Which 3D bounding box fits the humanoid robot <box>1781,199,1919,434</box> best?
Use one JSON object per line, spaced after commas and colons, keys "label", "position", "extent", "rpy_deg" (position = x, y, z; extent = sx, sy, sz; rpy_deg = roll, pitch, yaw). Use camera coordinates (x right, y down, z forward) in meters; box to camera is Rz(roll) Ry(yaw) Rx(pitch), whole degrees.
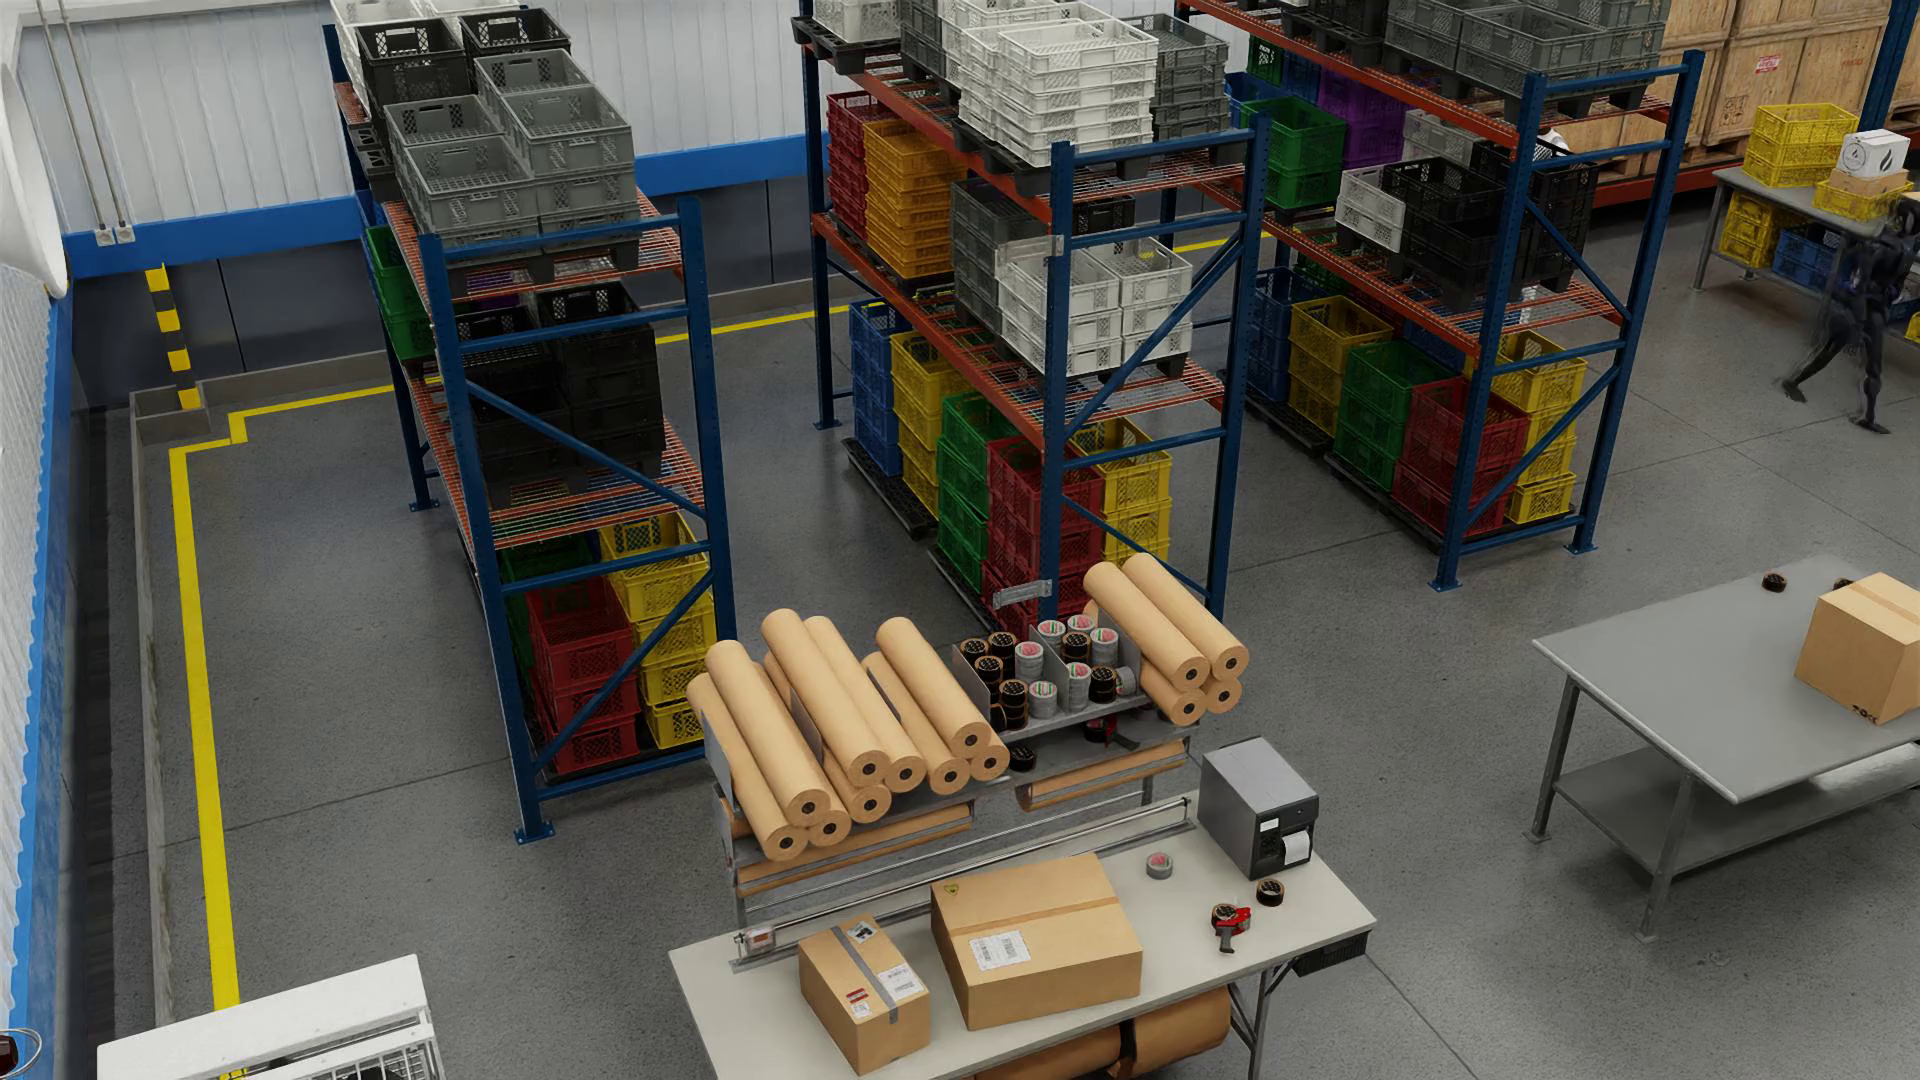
{"label": "humanoid robot", "position": [6.098, -1.565, 11.234], "extent": [0.593, 1.620, 0.832], "rpy_deg": [-11, 33, -17]}

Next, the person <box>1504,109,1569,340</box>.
{"label": "person", "position": [4.186, -2.417, 12.356], "extent": [0.353, 1.884, 0.578], "rpy_deg": [-10, 33, -15]}
